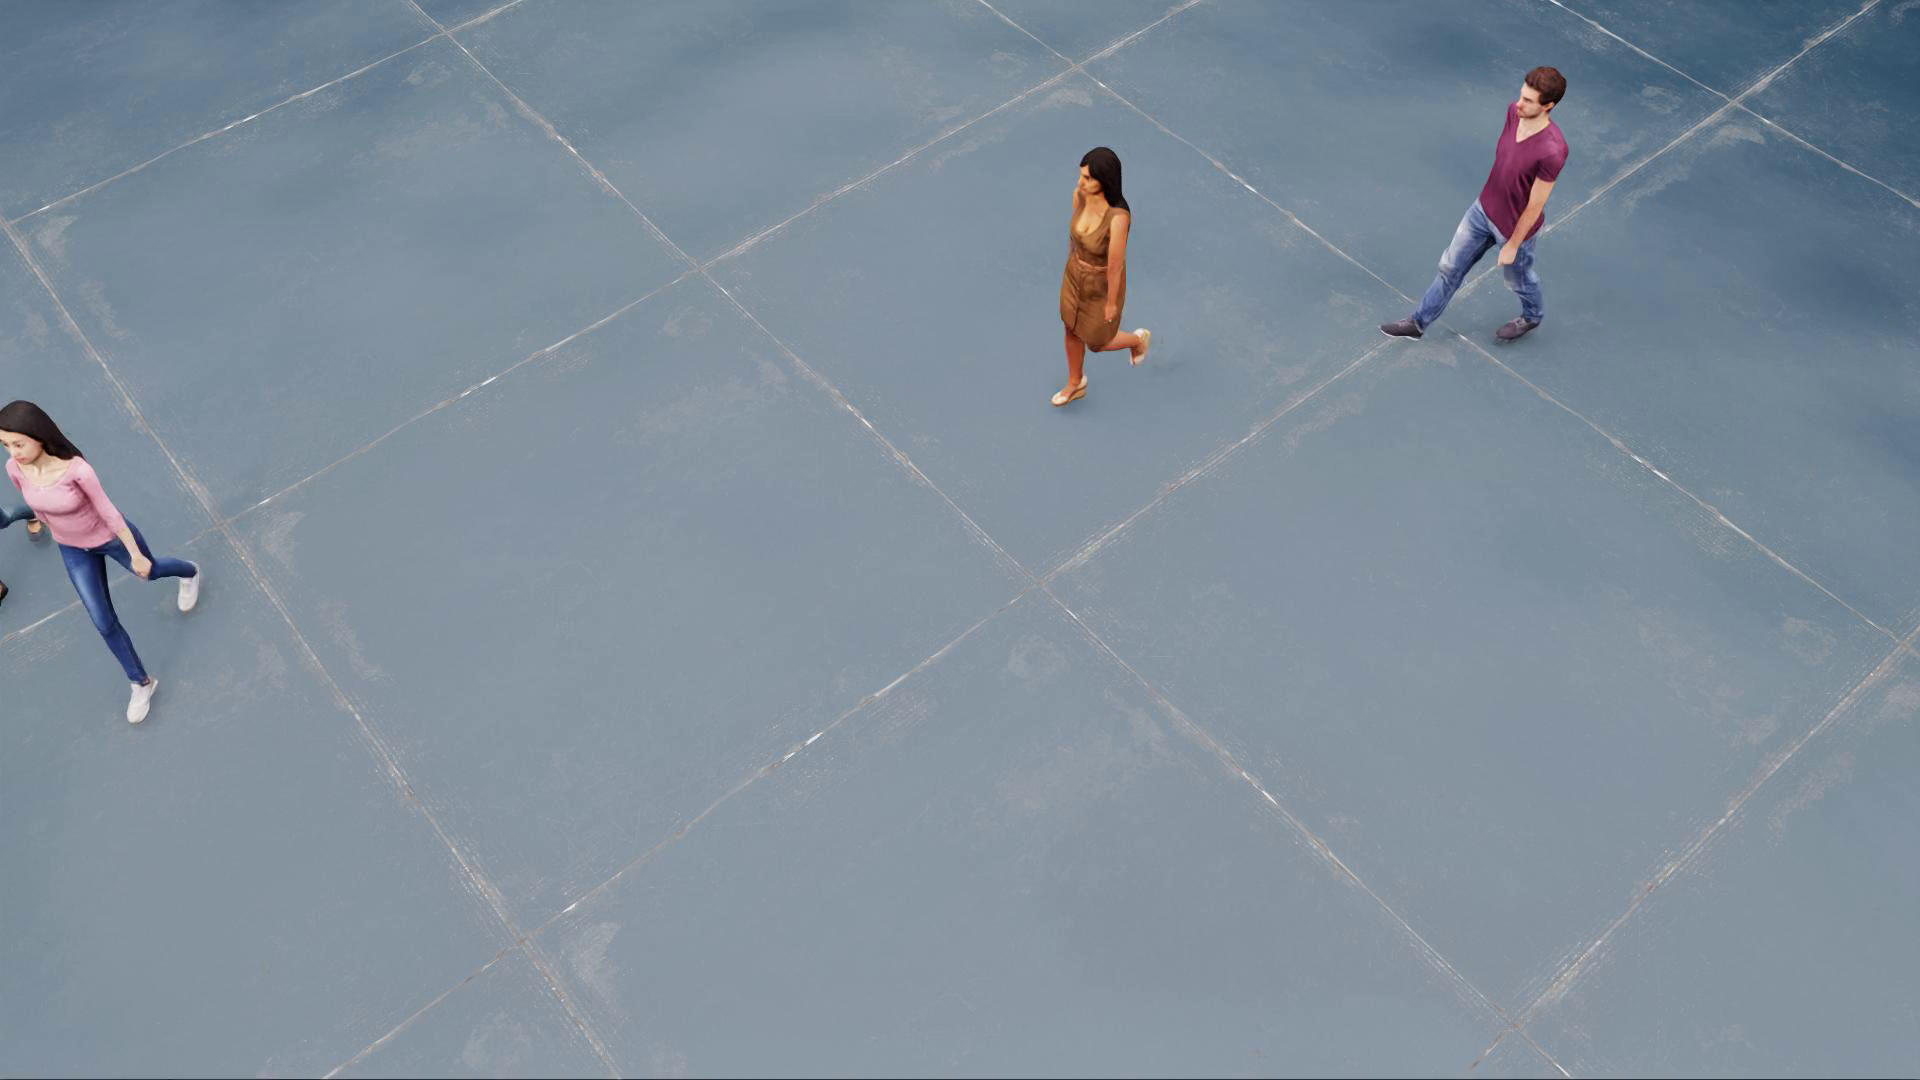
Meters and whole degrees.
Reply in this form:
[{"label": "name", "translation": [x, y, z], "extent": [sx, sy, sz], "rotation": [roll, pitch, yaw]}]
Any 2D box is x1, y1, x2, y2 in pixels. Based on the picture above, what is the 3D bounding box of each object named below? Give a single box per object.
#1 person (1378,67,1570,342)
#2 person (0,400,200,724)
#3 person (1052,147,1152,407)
[{"label": "person", "translation": [2.959, -1.705, 8.725], "extent": [1.266, 1.798, 0.953], "rotation": [-15, 54, -11]}, {"label": "person", "translation": [-3.832, -0.044, 7.500], "extent": [1.090, 1.701, 1.122], "rotation": [2, 52, 2]}, {"label": "person", "translation": [0.752, -1.325, 8.510], "extent": [0.836, 1.672, 0.608], "rotation": [-29, 58, -21]}]
